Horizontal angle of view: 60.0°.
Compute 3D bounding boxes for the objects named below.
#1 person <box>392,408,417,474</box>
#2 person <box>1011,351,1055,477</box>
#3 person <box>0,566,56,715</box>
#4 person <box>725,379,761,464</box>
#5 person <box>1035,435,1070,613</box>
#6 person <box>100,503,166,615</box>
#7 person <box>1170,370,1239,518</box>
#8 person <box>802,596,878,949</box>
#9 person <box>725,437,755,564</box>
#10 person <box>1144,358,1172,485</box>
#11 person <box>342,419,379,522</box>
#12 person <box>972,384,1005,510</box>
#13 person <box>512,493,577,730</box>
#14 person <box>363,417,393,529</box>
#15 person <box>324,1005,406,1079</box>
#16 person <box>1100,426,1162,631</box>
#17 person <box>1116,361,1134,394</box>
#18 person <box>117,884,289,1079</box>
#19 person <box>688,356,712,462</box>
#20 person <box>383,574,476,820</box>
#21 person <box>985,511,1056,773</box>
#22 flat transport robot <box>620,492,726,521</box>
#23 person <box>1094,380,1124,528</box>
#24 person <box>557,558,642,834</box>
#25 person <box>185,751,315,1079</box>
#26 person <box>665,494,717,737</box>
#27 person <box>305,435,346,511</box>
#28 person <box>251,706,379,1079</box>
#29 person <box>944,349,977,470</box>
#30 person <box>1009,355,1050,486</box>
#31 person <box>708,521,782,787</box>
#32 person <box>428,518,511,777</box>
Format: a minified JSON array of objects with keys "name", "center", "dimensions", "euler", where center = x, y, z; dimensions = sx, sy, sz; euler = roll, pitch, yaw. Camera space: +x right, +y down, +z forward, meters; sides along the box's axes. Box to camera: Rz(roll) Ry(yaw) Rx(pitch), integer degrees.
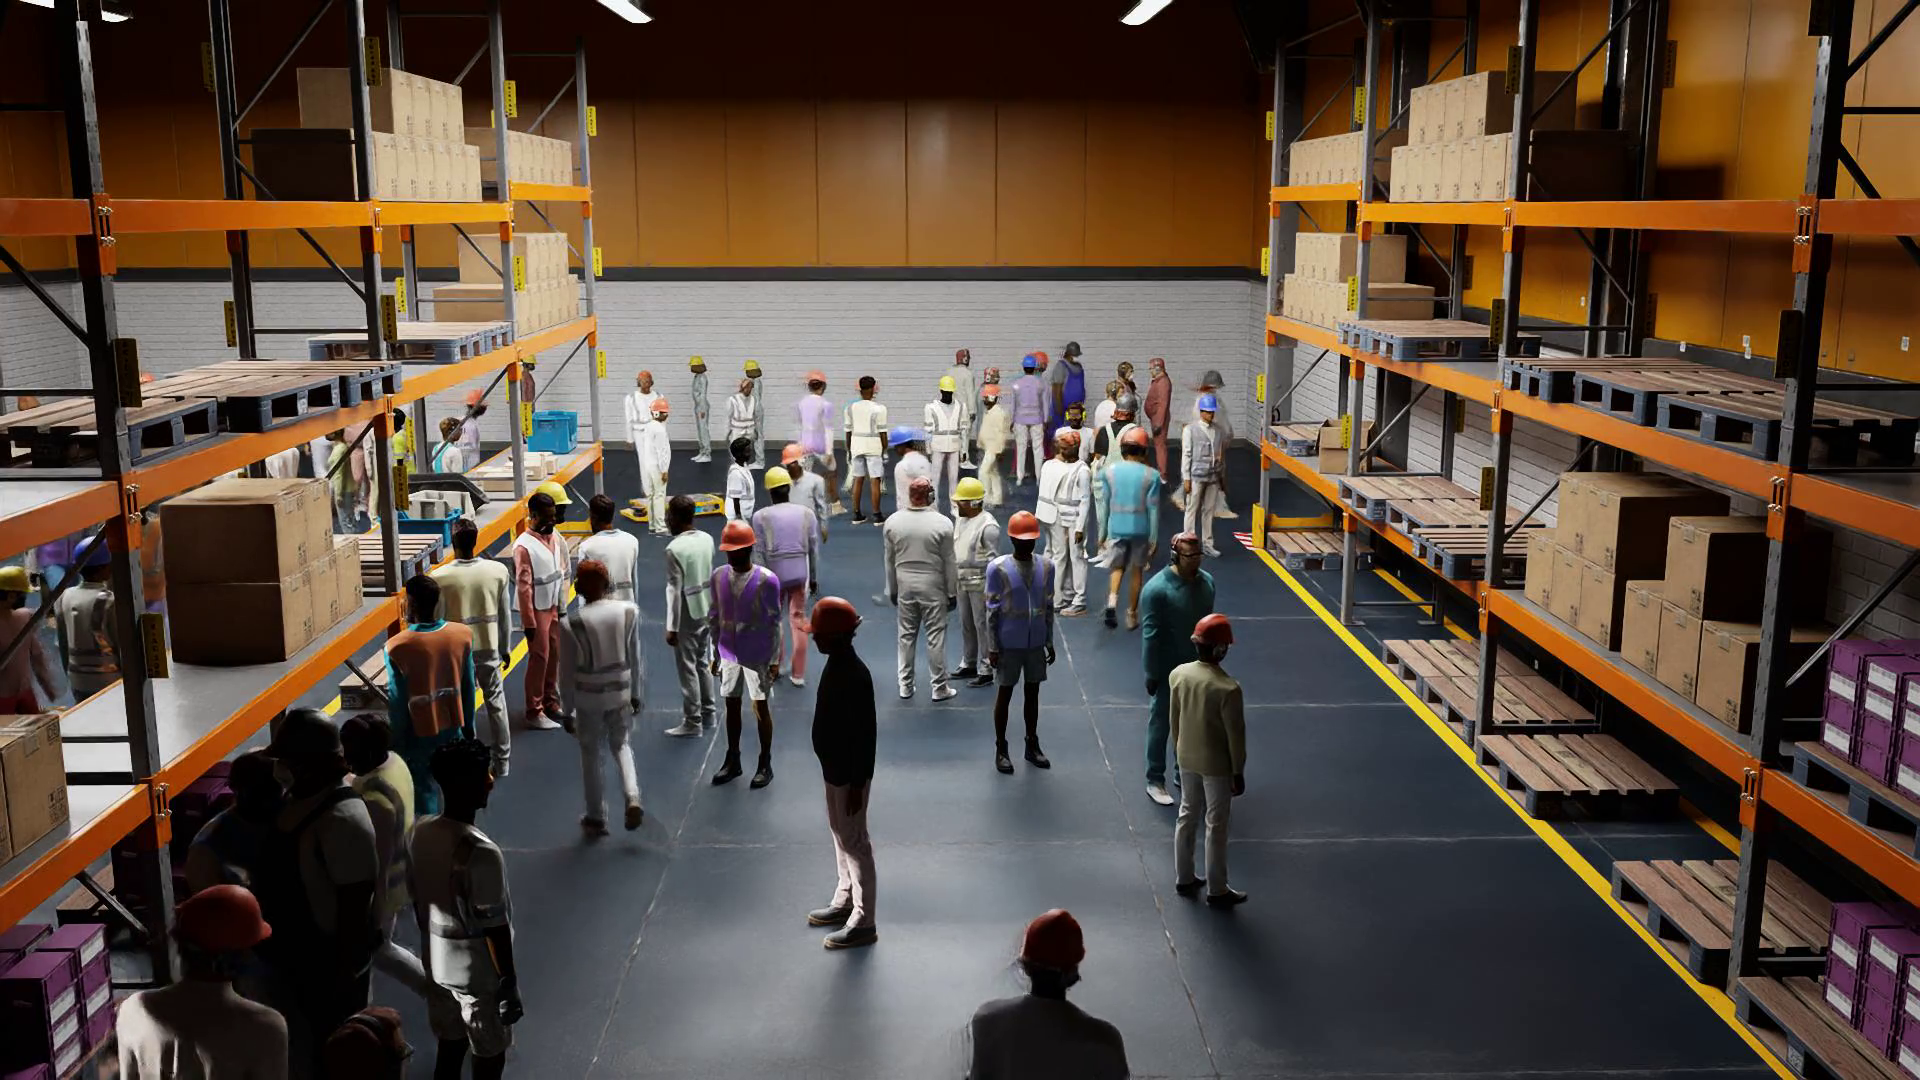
[{"name":"person","center":[-6.865,-0.792,20.502],"dimensions":[0.323,1.689,0.536],"euler":[-4,12,-18]},{"name":"person","center":[1.246,-1.911,25.462],"dimensions":[0.999,1.941,0.633],"euler":[1,11,4]},{"name":"person","center":[-6.376,1.034,11.184],"dimensions":[0.372,1.746,0.561],"euler":[2,11,11]},{"name":"person","center":[-3.221,-1.590,24.663],"dimensions":[0.533,1.609,0.417],"euler":[-8,14,-36]},{"name":"person","center":[0.986,-0.173,17.027],"dimensions":[0.386,1.835,0.564],"euler":[-5,12,-22]},{"name":"person","center":[-6.764,0.441,13.761],"dimensions":[0.620,1.900,0.573],"euler":[-3,12,-17]},{"name":"person","center":[3.285,-1.322,22.263],"dimensions":[0.934,2.000,0.688],"euler":[4,12,21]},{"name":"person","center":[-0.665,1.285,9.310],"dimensions":[0.395,1.990,0.622],"euler":[-4,12,-18]},{"name":"person","center":[-2.363,-0.273,17.886],"dimensions":[0.322,1.689,0.530],"euler":[0,11,1]},{"name":"person","center":[2.953,-1.772,24.872],"dimensions":[0.405,1.902,0.636],"euler":[2,11,8]},{"name":"person","center":[-7.851,-1.178,21.946],"dimensions":[0.648,1.883,0.479],"euler":[-8,14,-36]},{"name":"person","center":[0.314,-1.255,22.695],"dimensions":[0.658,1.732,0.584],"euler":[-3,12,-15]},{"name":"person","center":[-3.321,0.560,13.172],"dimensions":[0.402,1.907,0.597],"euler":[2,12,11]},{"name":"person","center":[-7.393,-0.912,21.250],"dimensions":[0.272,1.628,0.501],"euler":[5,13,25]},{"name":"person","center":[-1.644,2.238,4.754],"dimensions":[0.651,1.905,0.403],"euler":[3,12,14]},{"name":"person","center":[1.639,-0.087,16.113],"dimensions":[0.623,2.020,0.587],"euler":[4,12,20]},{"name":"person","center":[2.322,-1.620,24.053],"dimensions":[0.377,1.931,0.624],"euler":[4,12,18]},{"name":"person","center":[-2.489,2.087,5.427],"dimensions":[0.647,1.948,0.980],"euler":[1,11,7]},{"name":"person","center":[-4.251,-2.140,27.136],"dimensions":[0.324,1.735,0.487],"euler":[-5,12,-23]},{"name":"person","center":[-3.214,1.154,10.152],"dimensions":[0.382,1.918,0.597],"euler":[9,14,38]},{"name":"person","center":[0.459,0.737,12.195],"dimensions":[0.545,1.938,0.359],"euler":[-5,12,-22]},{"name":"flat transport robot","center":[-3.782,-0.450,22.343],"dimensions":[1.431,0.197,0.652],"euler":[-7,13,-30]},{"name":"person","center":[1.936,-1.081,21.321],"dimensions":[0.375,1.936,0.627],"euler":[-4,12,-20]},{"name":"person","center":[-2.326,1.040,10.841],"dimensions":[0.580,1.869,0.548],"euler":[-8,14,-33]},{"name":"person","center":[-2.962,1.789,7.175],"dimensions":[0.433,1.840,0.633],"euler":[6,13,29]},{"name":"person","center":[-2.092,0.594,12.994],"dimensions":[0.400,1.909,0.608],"euler":[4,12,21]},{"name":"person","center":[-8.543,-1.376,22.531],"dimensions":[0.695,2.000,0.773],"euler":[-7,13,-30]},{"name":"person","center":[-2.771,1.699,7.114],"dimensions":[0.537,2.000,0.683],"euler":[-9,15,-39]},{"name":"person","center":[0.043,-2.075,26.377],"dimensions":[0.401,1.906,0.650],"euler":[-9,14,-38]},{"name":"person","center":[1.031,-1.777,24.771],"dimensions":[0.603,1.949,0.397],"euler":[1,11,7]},{"name":"person","center":[-1.543,0.811,11.826],"dimensions":[0.551,1.935,0.375],"euler":[4,12,18]},{"name":"person","center":[-3.501,0.798,11.938],"dimensions":[0.590,1.920,0.398],"euler":[-7,13,-33]}]
